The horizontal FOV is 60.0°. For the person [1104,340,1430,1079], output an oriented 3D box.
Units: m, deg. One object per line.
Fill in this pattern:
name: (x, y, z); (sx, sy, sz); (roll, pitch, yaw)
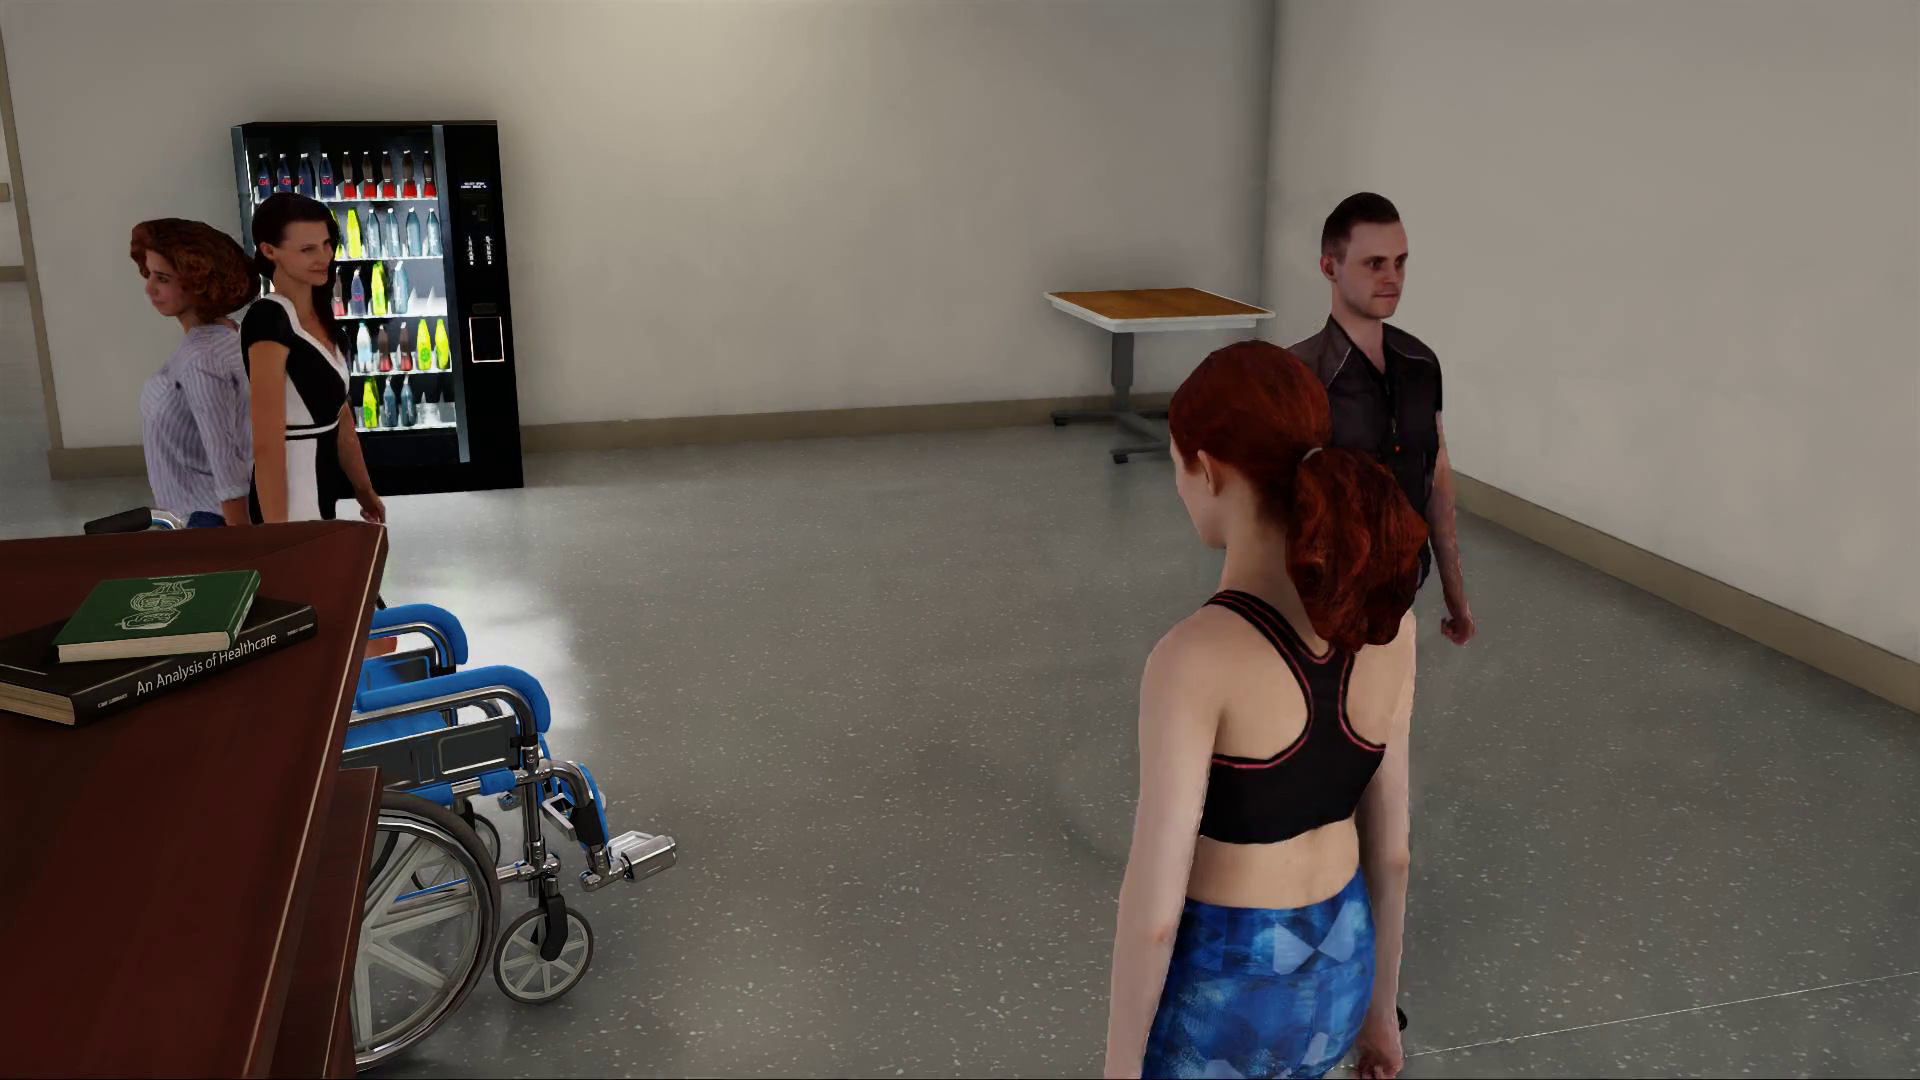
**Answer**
person: (0.430, 0.671, 2.038); (0.727, 1.761, 0.766); (-10, 19, -33)

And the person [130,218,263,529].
person: (-1.996, -0.067, 4.815); (1.109, 1.675, 0.818); (-1, 16, -4)

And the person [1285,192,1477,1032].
person: (0.818, 0.121, 3.893); (0.971, 1.815, 0.907); (-10, 19, -32)

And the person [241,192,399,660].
person: (-1.840, -0.015, 4.441); (0.665, 1.778, 0.639); (-5, 17, -18)
